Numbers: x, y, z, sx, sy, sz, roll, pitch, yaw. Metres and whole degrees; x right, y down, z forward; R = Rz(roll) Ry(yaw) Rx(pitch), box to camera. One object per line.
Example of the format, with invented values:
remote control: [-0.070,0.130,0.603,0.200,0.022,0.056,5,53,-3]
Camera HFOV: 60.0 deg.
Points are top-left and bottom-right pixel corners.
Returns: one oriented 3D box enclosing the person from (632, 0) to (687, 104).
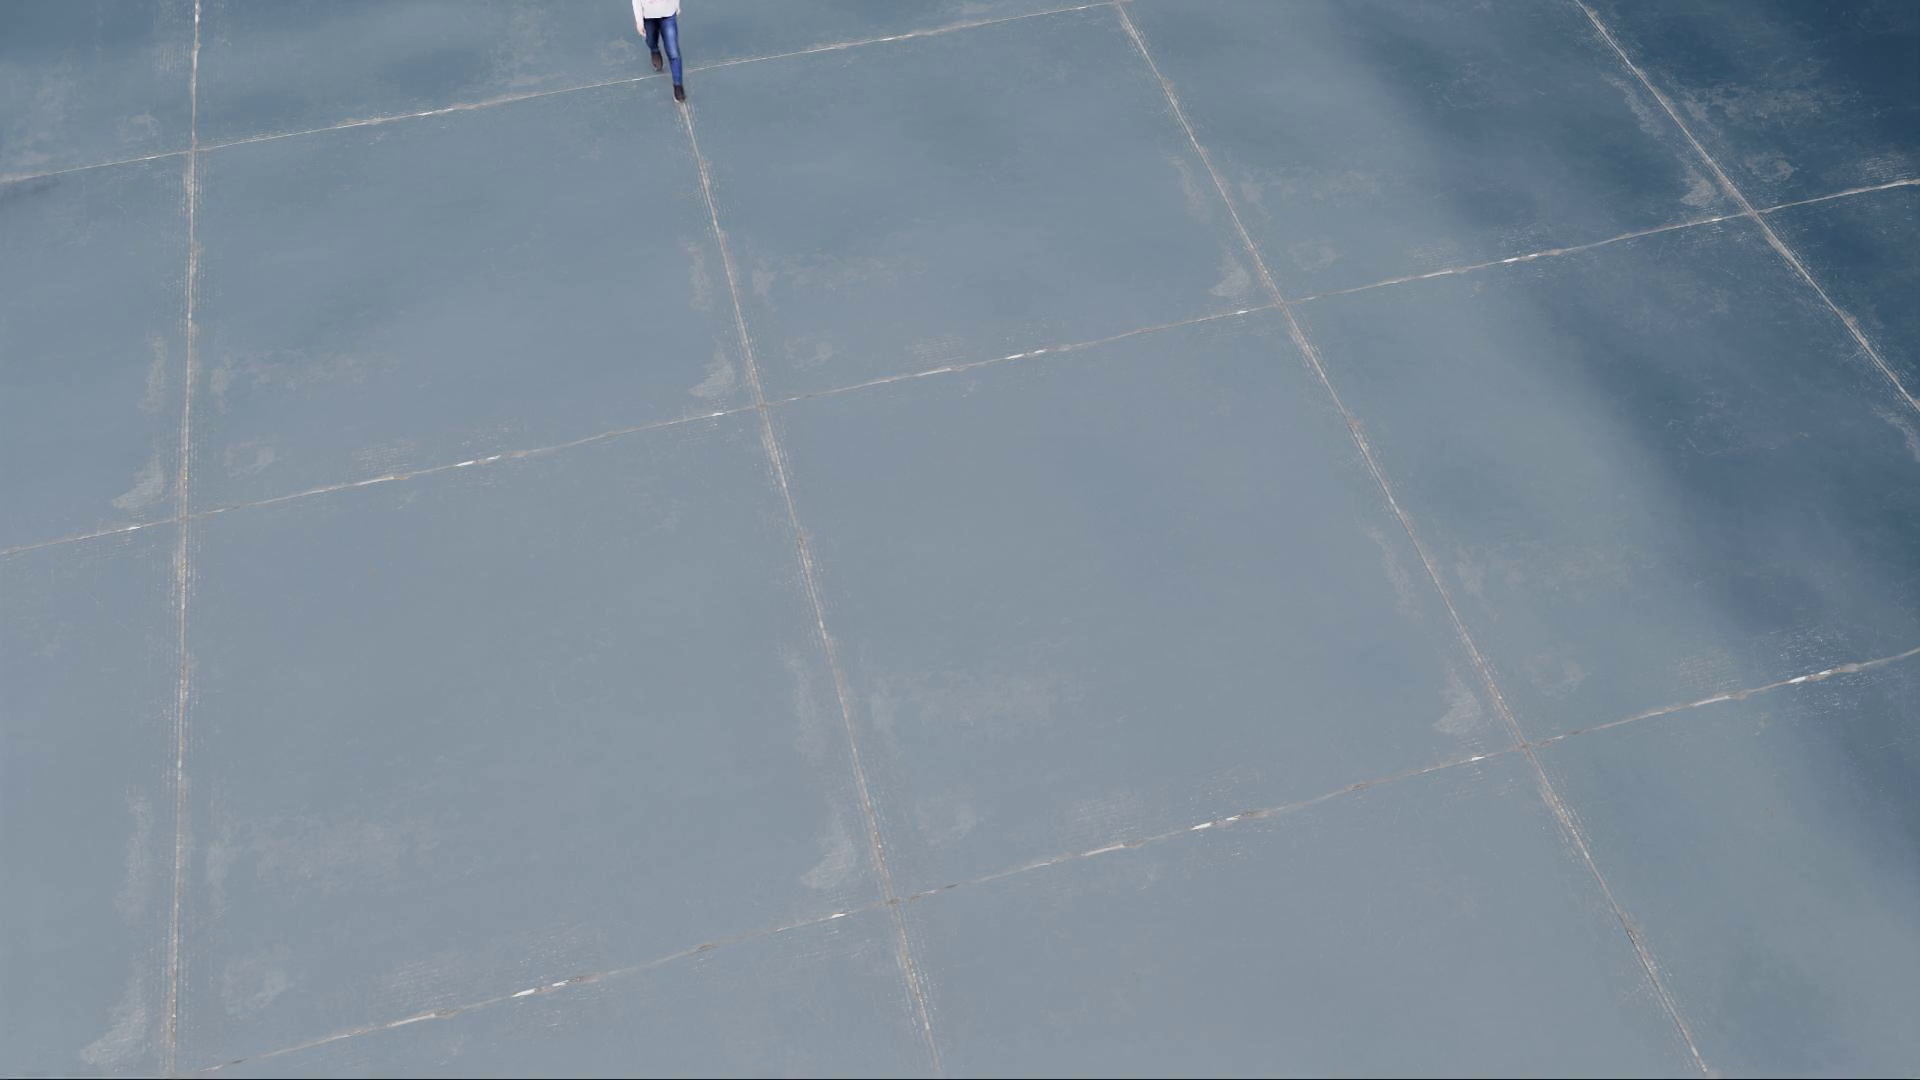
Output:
person: [-1.883,-3.294,10.260,0.442,1.090,0.786,-11,53,-8]
